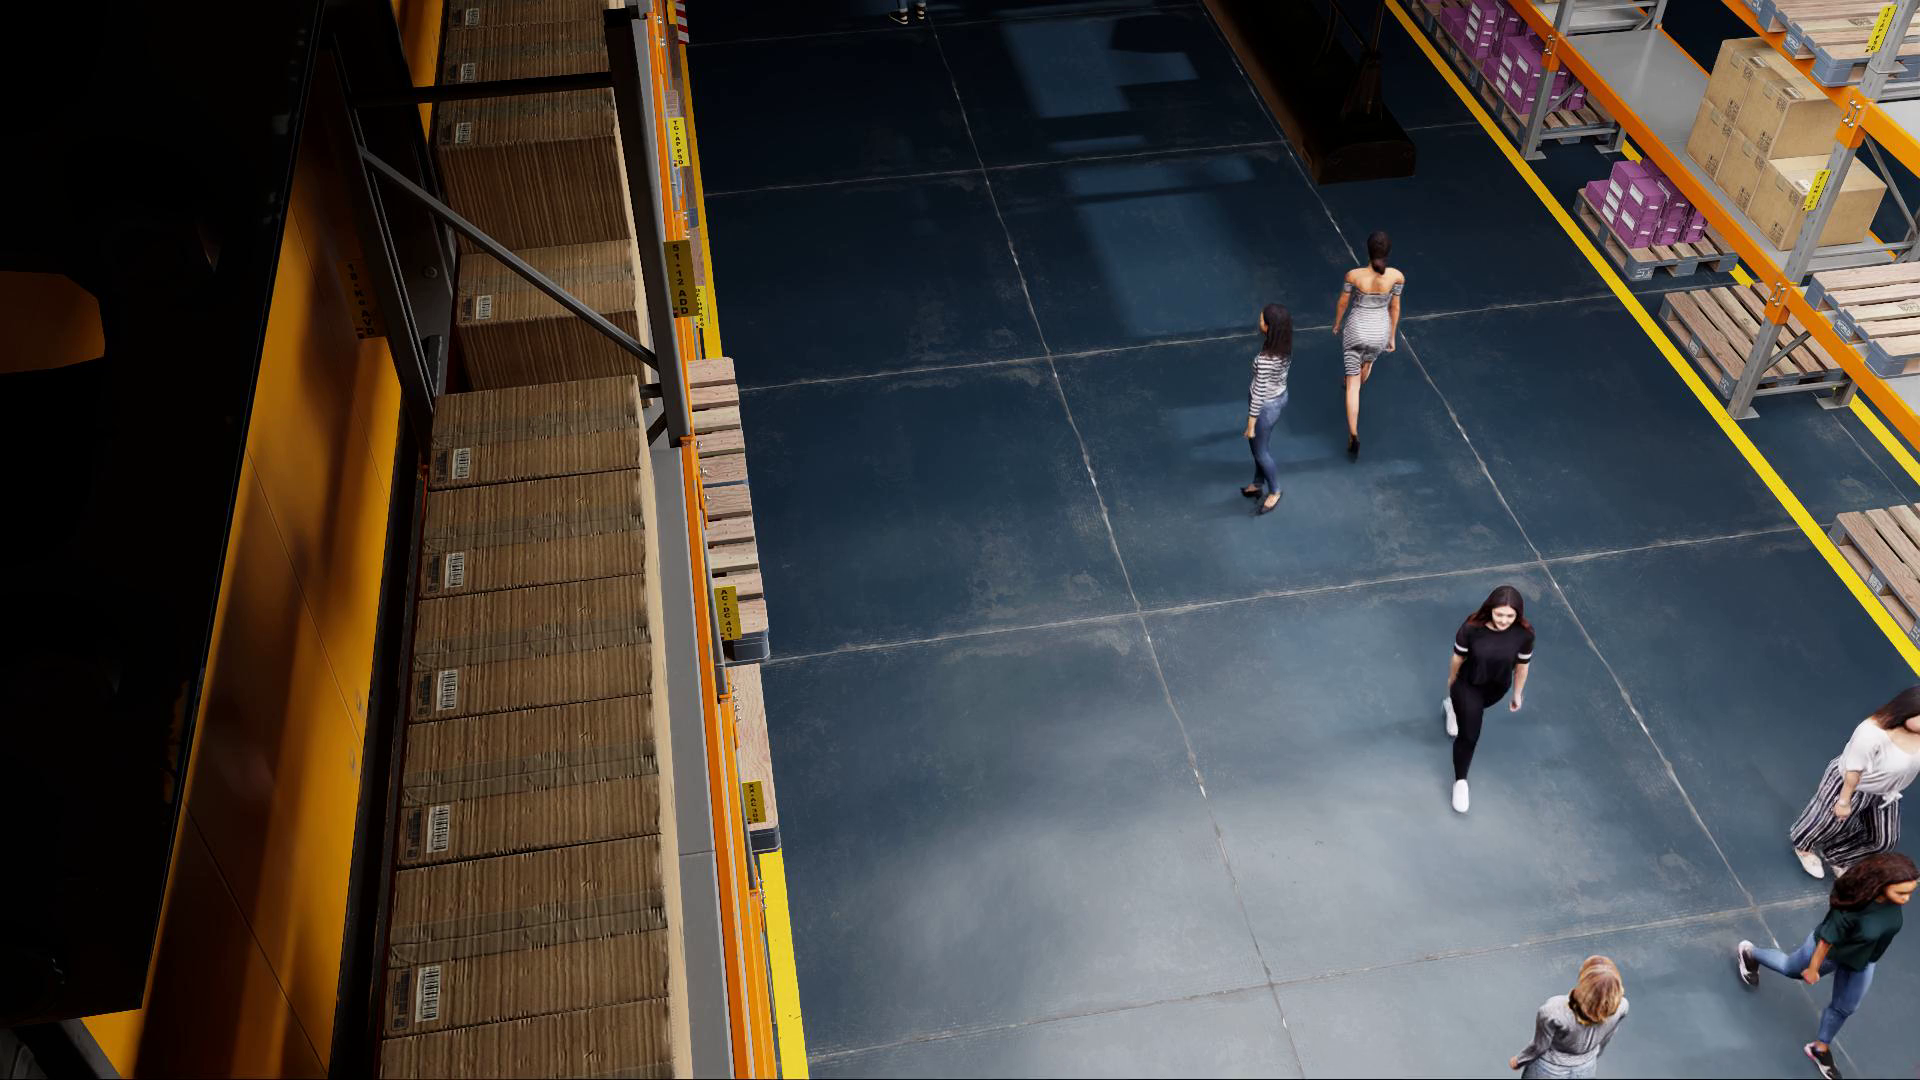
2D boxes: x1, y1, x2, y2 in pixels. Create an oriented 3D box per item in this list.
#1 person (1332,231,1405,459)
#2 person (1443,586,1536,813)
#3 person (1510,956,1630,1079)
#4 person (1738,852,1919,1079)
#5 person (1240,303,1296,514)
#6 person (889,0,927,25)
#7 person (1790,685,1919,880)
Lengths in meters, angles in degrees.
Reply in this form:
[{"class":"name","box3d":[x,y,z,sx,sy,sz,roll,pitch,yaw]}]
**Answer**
[{"class":"person","box3d":[3.015,-1.415,12.418,0.811,1.771,1.183,4,44,4]},{"class":"person","box3d":[3.201,0.821,10.193,0.774,1.602,1.152,2,44,2]},{"class":"person","box3d":[2.954,2.591,8.194,0.596,1.796,0.516,-5,44,-5]},{"class":"person","box3d":[4.612,2.116,8.848,0.714,1.583,1.118,-12,45,-12]},{"class":"person","box3d":[2.203,-0.915,11.884,0.788,1.784,0.728,20,47,20]},{"class":"person","box3d":[-0.565,-6.391,17.605,0.740,1.820,0.679,-22,48,-22]},{"class":"person","box3d":[5.173,1.338,9.605,0.692,1.665,0.747,-10,44,-10]}]
